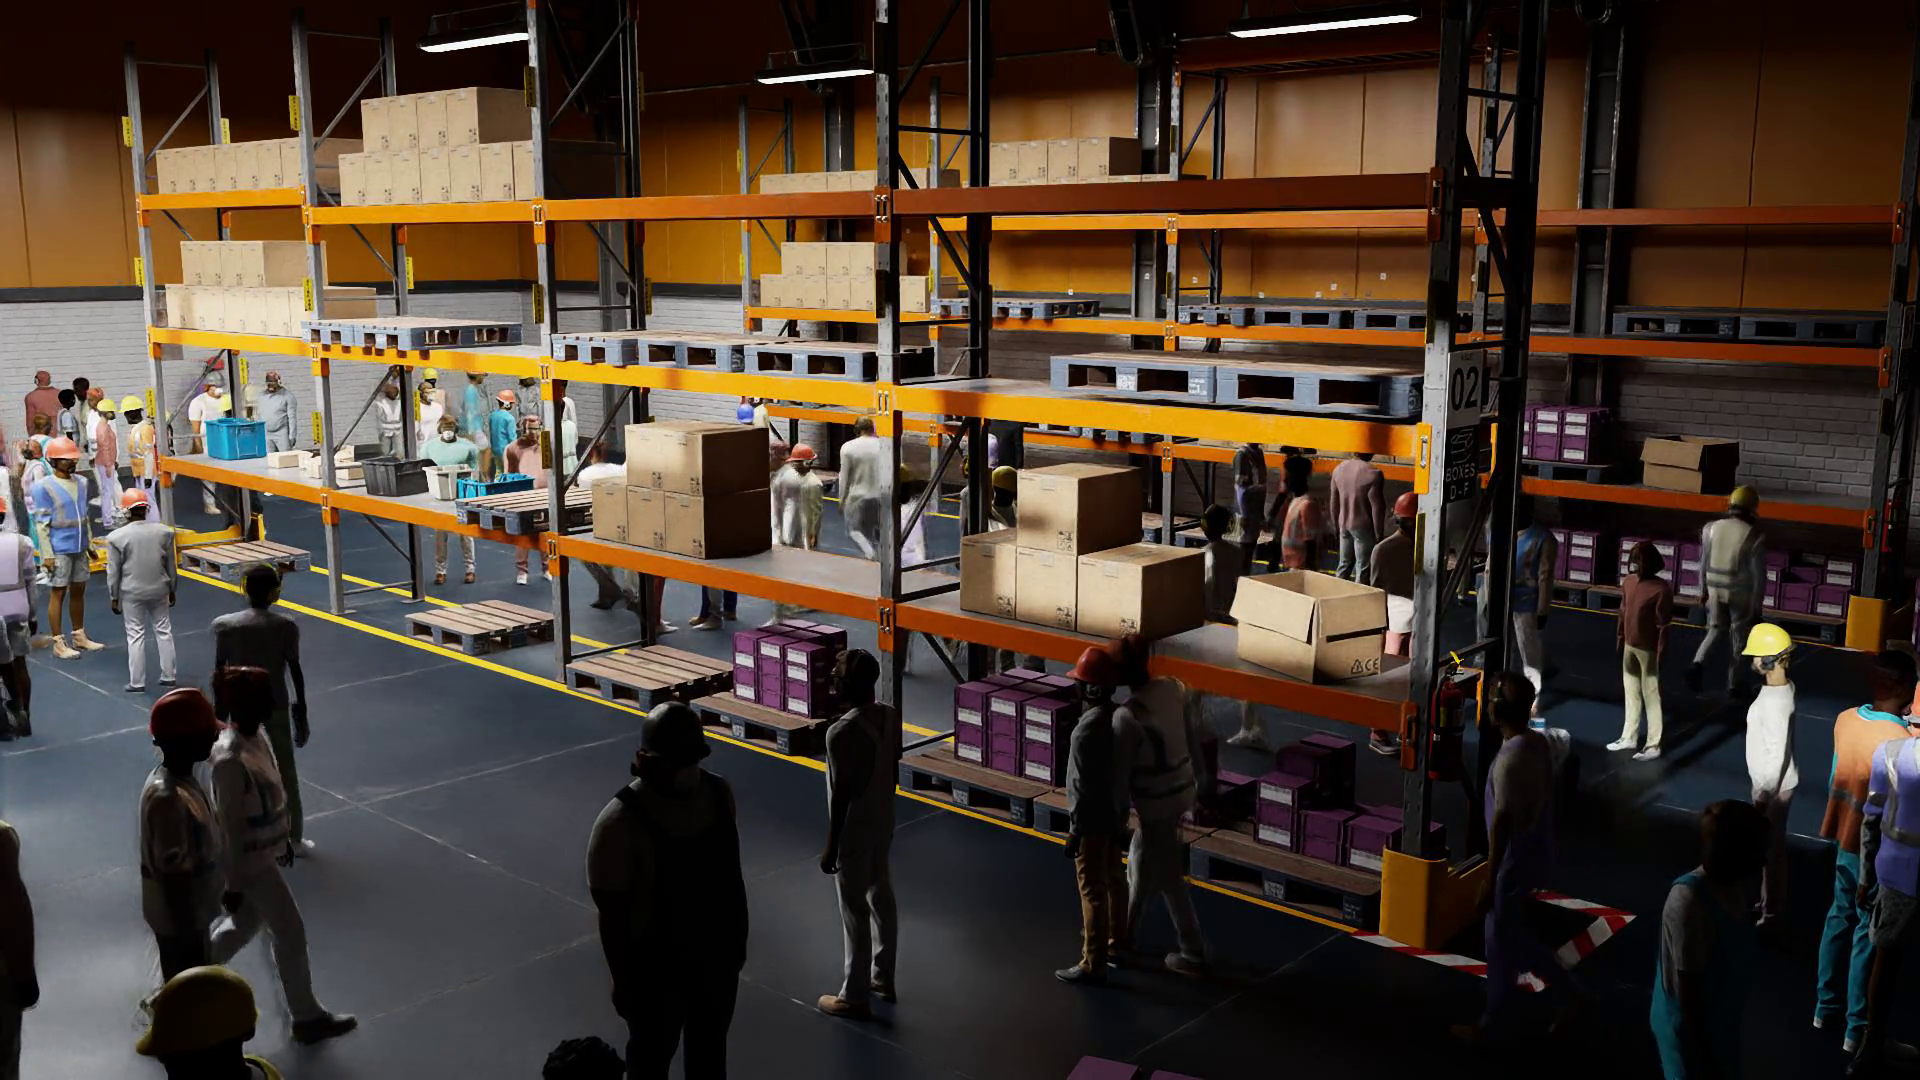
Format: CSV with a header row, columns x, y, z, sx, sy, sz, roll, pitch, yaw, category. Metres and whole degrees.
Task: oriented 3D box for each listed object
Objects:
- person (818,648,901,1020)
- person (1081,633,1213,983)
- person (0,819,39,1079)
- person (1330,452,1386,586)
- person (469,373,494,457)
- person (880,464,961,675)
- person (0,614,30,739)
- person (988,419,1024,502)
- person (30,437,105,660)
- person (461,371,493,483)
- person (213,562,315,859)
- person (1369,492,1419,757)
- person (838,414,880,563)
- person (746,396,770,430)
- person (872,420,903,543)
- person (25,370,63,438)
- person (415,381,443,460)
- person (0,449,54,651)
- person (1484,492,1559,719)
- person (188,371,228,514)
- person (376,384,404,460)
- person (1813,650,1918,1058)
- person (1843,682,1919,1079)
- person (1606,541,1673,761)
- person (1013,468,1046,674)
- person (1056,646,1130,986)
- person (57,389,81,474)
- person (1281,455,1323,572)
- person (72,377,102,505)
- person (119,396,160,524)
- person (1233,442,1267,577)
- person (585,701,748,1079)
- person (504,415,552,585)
x,y,z,sx,sy,sz,roll,pitch,yaw,category
-0.495,1.429,8.166,0.344,1.846,0.507,6,12,32,person
0.944,1.355,8.618,0.851,1.831,0.650,6,12,32,person
-3.982,1.693,6.688,0.632,1.840,0.429,2,10,12,person
3.966,-0.100,16.544,0.357,1.938,0.638,-7,12,-35,person
-8.544,-2.342,29.775,0.486,1.744,0.296,5,11,24,person
-0.362,0.247,14.752,0.819,1.889,0.629,-3,11,-19,person
-6.112,1.043,10.206,1.039,1.913,0.614,7,12,34,person
0.521,-0.930,21.151,0.610,1.976,0.434,6,12,33,person
-8.191,0.066,15.307,0.386,2.045,0.605,3,10,15,person
-7.343,-1.724,25.519,0.765,2.018,0.611,-4,11,-19,person
-4.305,1.069,10.220,0.578,1.850,0.392,-3,10,-17,person
3.301,0.619,12.355,0.616,1.986,0.407,-6,12,-31,person
-1.007,-0.433,18.519,0.679,1.906,0.654,-7,12,-33,person
-2.958,-1.386,24.390,0.354,1.737,0.573,-1,10,-6,person
-0.908,-0.915,21.200,0.393,1.927,0.549,8,13,40,person
-13.828,-1.616,25.206,0.409,1.909,0.643,7,12,34,person
-7.285,-1.206,22.798,0.362,1.939,0.636,5,11,25,person
-8.927,0.053,15.390,0.757,2.000,0.916,9,14,43,person
4.472,0.517,13.375,0.431,1.835,0.624,-7,12,-35,person
-10.478,-1.385,23.522,0.535,2.000,0.681,8,13,39,person
-9.093,-1.709,26.587,0.517,1.603,0.765,-5,11,-28,person
4.282,1.454,7.809,0.384,1.921,0.596,0,10,-1,person
4.275,1.522,7.375,0.544,1.939,0.354,8,13,39,person
5.041,0.811,12.290,0.287,1.624,0.520,-3,10,-17,person
0.588,0.306,14.423,0.358,1.880,0.575,3,10,16,person
0.692,1.406,8.554,0.335,1.751,0.570,6,12,30,person
-13.101,-1.375,24.461,0.317,1.691,0.535,-7,12,-34,person
2.953,0.216,14.714,0.559,1.946,0.645,1,10,4,person
-12.686,-1.459,24.398,0.463,1.888,0.693,-10,14,-43,person
-10.278,-0.857,20.896,0.393,1.914,0.596,-8,13,-40,person
3.082,-0.326,17.530,0.375,2.044,0.607,5,11,26,person
-1.096,1.610,6.589,0.535,2.000,0.683,8,13,40,person
-4.764,-0.453,18.640,0.652,1.904,0.402,-5,11,-27,person
